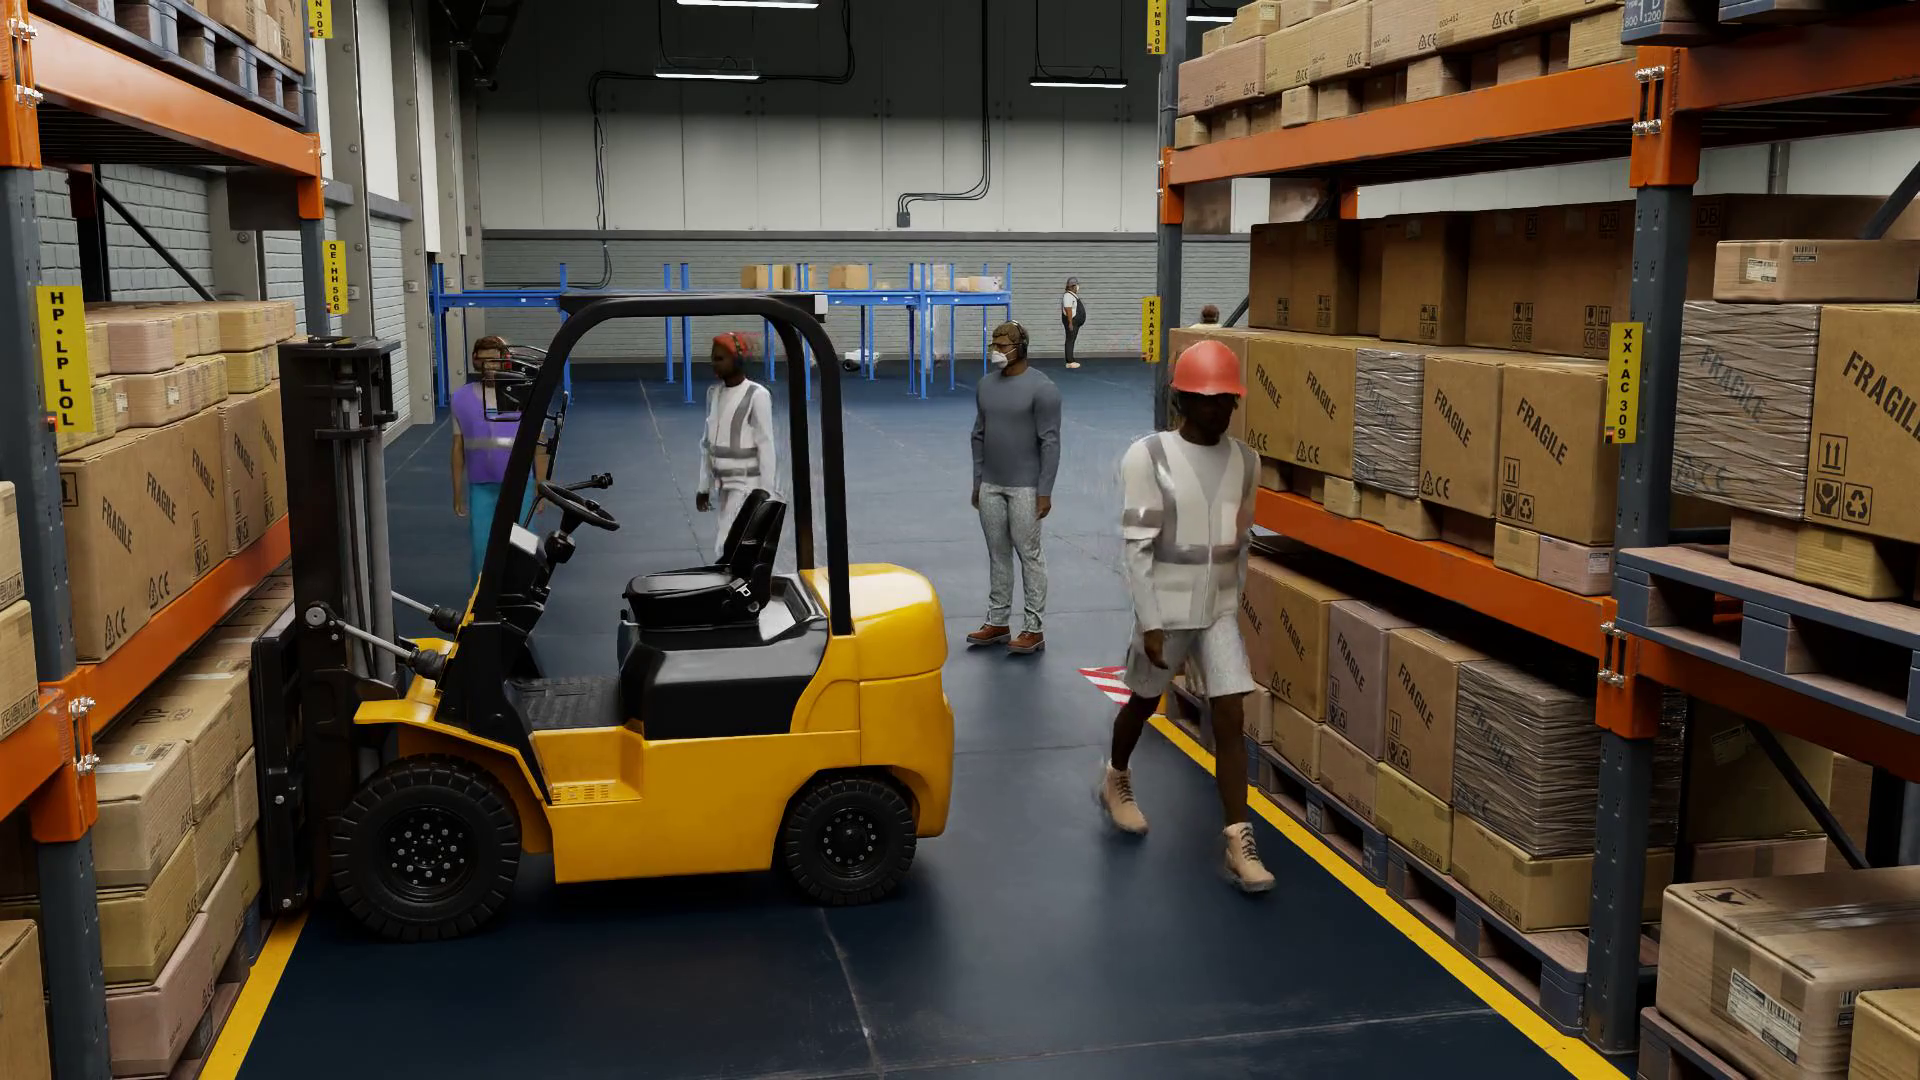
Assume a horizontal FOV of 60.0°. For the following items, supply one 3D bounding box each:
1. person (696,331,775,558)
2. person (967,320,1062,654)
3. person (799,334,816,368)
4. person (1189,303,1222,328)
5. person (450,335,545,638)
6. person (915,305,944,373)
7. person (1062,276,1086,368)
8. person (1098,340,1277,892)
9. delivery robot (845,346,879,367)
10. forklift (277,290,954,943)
[{"bbox_3d":[-1.356,-0.308,9.963,0.420,1.871,0.585,-7,11,-35],"label":"person"},{"bbox_3d":[0.304,-0.315,9.778,0.636,1.939,0.363,9,13,43],"label":"person"},{"bbox_3d":[-3.426,-4.500,36.230,0.427,1.625,0.520,0,9,2],"label":"person"},{"bbox_3d":[3.005,-1.961,20.188,0.620,1.819,0.630,2,10,14],"label":"person"},{"bbox_3d":[-2.793,-0.316,10.082,0.565,1.844,0.431,-1,9,-4],"label":"person"},{"bbox_3d":[-0.672,-4.528,35.560,0.539,1.911,0.636,-1,9,-5],"label":"person"},{"bbox_3d":[2.569,-4.888,37.473,0.538,2.000,0.686,2,9,9],"label":"person"},{"bbox_3d":[0.853,0.238,6.285,0.604,1.996,1.086,-3,10,-19],"label":"person"},{"bbox_3d":[-2.133,-3.975,36.140,0.707,0.478,0.477,3,10,15],"label":"delivery robot"},{"bbox_3d":[-1.179,0.175,6.143,2.313,2.155,1.214,-2,10,-12],"label":"forklift"}]
